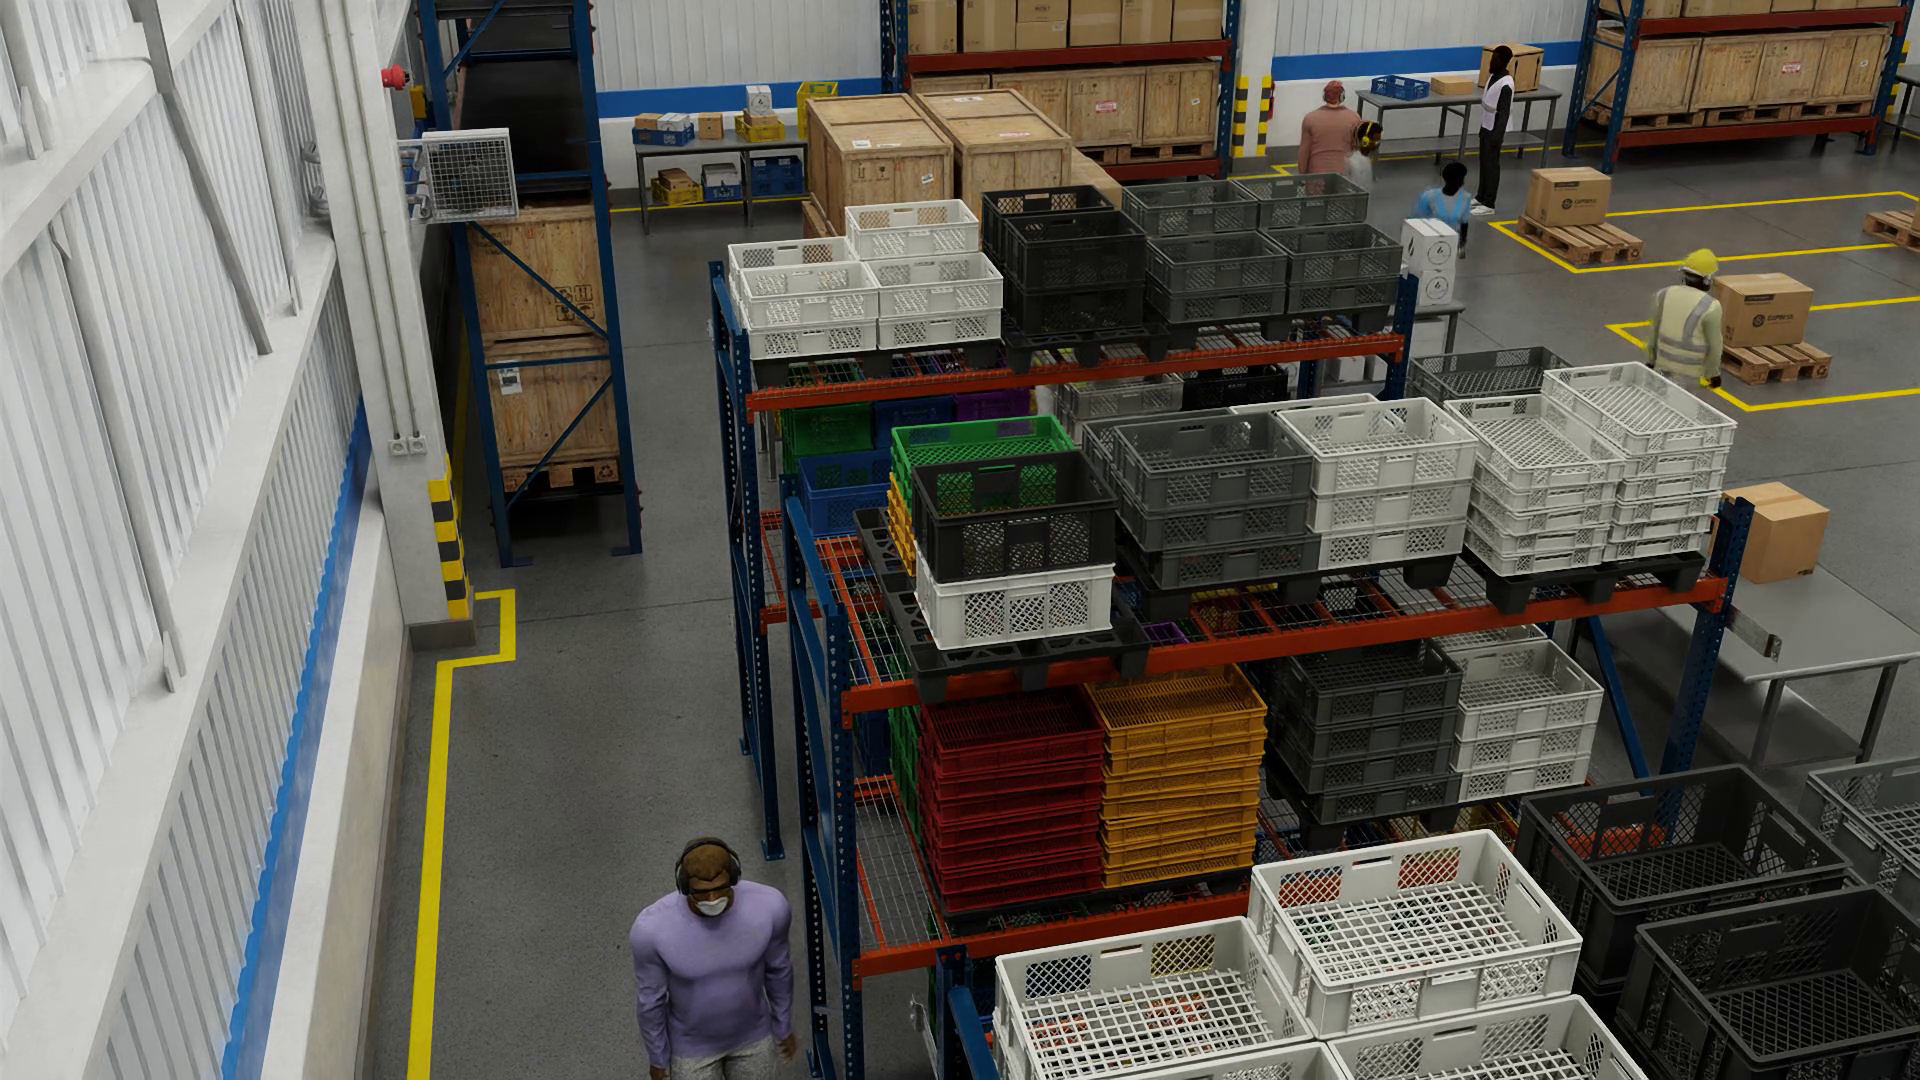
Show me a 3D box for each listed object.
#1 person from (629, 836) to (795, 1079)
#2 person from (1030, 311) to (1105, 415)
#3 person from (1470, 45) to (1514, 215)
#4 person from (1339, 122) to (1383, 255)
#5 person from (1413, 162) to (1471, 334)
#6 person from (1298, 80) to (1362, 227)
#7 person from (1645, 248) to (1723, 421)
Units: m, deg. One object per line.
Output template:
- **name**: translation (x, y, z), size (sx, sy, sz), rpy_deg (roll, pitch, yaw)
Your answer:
- **person**: translation (-0.937, 1.953, 6.537), size (0.629, 1.940, 0.373), rpy_deg (-10, 29, -18)
- **person**: translation (0.788, -1.241, 12.699), size (0.624, 1.844, 0.430), rpy_deg (15, 31, 27)
- **person**: translation (6.176, -4.752, 19.276), size (0.388, 1.921, 0.594), rpy_deg (0, 28, -1)
- **person**: translation (3.992, -3.187, 16.384), size (0.645, 1.843, 0.549), rpy_deg (13, 31, 24)
- **person**: translation (4.585, -2.898, 16.072), size (0.536, 1.629, 0.933), rpy_deg (-8, 29, -14)
- **person**: translation (3.908, -3.933, 17.744), size (0.642, 1.902, 0.399), rpy_deg (1, 28, 2)
- **person**: translation (5.636, -1.405, 13.062), size (0.880, 1.797, 0.590), rpy_deg (-10, 29, -18)
